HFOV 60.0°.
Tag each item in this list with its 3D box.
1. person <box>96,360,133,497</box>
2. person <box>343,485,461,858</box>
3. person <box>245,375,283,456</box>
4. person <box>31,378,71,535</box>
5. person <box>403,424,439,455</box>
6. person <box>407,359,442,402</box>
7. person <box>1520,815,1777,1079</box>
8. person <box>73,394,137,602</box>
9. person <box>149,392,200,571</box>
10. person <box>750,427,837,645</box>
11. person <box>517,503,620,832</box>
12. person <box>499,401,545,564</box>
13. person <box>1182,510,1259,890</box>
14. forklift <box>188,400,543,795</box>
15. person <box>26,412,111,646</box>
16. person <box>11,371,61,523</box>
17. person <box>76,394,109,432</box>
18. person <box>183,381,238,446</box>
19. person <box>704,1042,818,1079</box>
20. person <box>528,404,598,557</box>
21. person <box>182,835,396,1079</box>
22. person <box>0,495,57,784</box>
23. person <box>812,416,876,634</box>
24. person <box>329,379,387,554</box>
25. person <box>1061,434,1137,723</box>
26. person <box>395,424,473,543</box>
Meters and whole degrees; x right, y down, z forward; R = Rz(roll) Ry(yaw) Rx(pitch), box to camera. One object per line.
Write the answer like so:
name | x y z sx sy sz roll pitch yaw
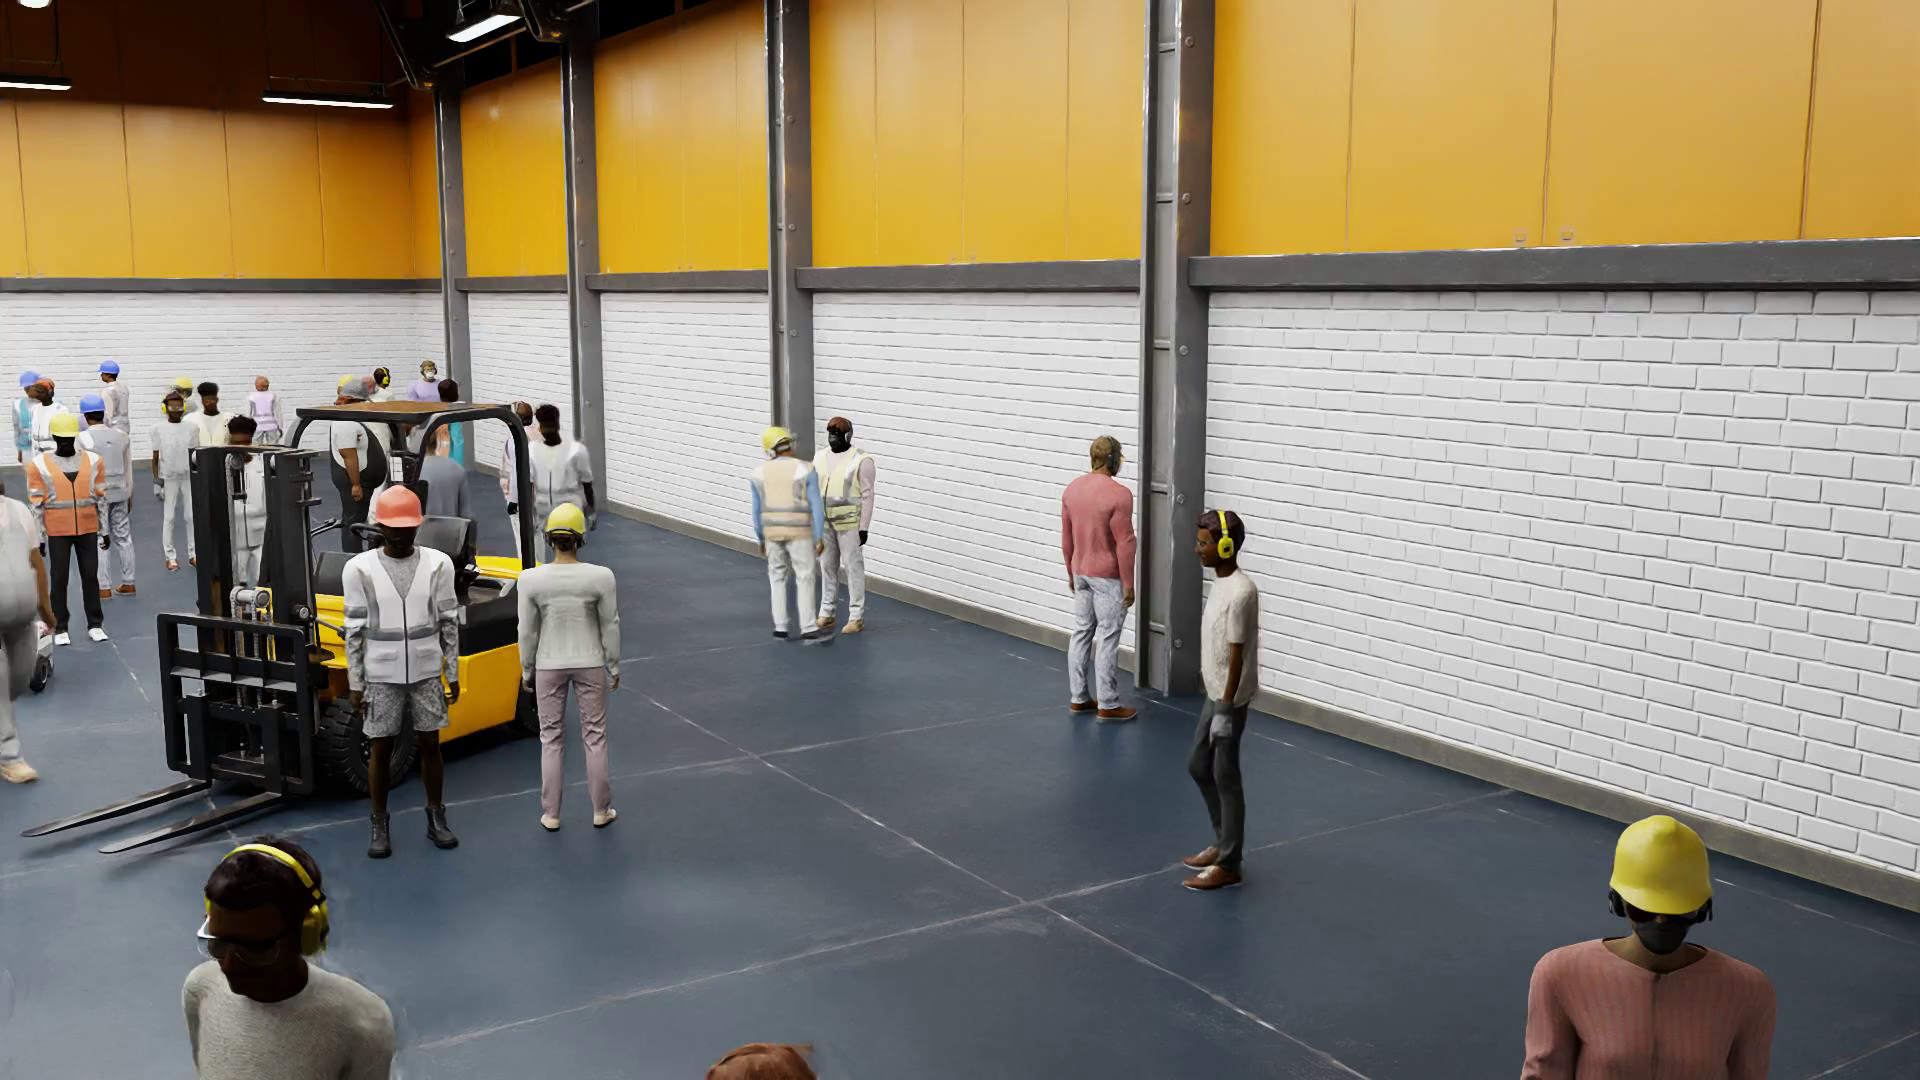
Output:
person | -11.801 -1.532 23.233 0.380 1.951 0.605 0 8 -3
person | -2.828 0.674 8.486 0.558 1.925 0.421 -4 9 -26
person | -10.521 -1.664 25.166 0.521 1.639 0.314 -3 9 -21
person | -10.803 -0.980 19.776 0.578 1.878 0.352 3 9 22
person | -5.000 -0.326 15.294 0.639 1.894 0.609 0 8 -2
person | -7.573 -1.612 23.807 0.635 1.939 0.362 -6 10 -36
person | 1.508 1.460 3.684 0.531 1.767 0.328 2 9 11
person | -8.037 -0.396 15.590 0.402 1.943 0.608 4 9 26
person | -8.149 -0.616 17.354 0.506 1.864 0.331 -7 11 -40
person | -1.373 -0.038 13.733 0.729 1.782 0.440 2 9 15
person | -2.091 0.682 8.925 0.533 1.768 0.311 -2 9 -12
person | -4.241 -0.428 16.153 0.429 1.842 0.634 1 9 9
person | 1.252 0.774 8.022 0.345 1.858 0.533 -1 8 -4
forklift | -3.529 0.258 10.348 1.214 2.155 2.313 4 9 25
person | -7.288 -0.091 13.647 0.582 1.919 0.394 -8 11 -42
person | -11.566 -1.178 20.945 0.613 1.919 0.728 -1 9 -10
person | -10.879 -1.023 20.901 0.280 1.624 0.493 4 9 23
person | -8.004 -0.735 17.874 0.664 1.947 0.473 -3 9 -22
person | -0.404 1.651 2.907 0.787 1.598 0.530 0 8 0
person | -3.578 -0.249 14.719 0.605 1.899 1.032 1 9 7
person | -1.366 1.470 3.338 0.549 1.844 0.466 3 9 17
person | -5.812 0.398 9.922 0.867 2.000 0.691 5 10 30
person | -1.026 -0.131 14.147 0.625 1.846 0.429 5 10 29
person | -6.022 -0.605 16.682 0.536 2.000 0.676 -4 9 -23
person | 0.946 0.256 11.223 0.355 1.936 0.635 -7 11 -38
person | -4.135 0.031 12.927 1.035 1.880 0.660 5 10 30
